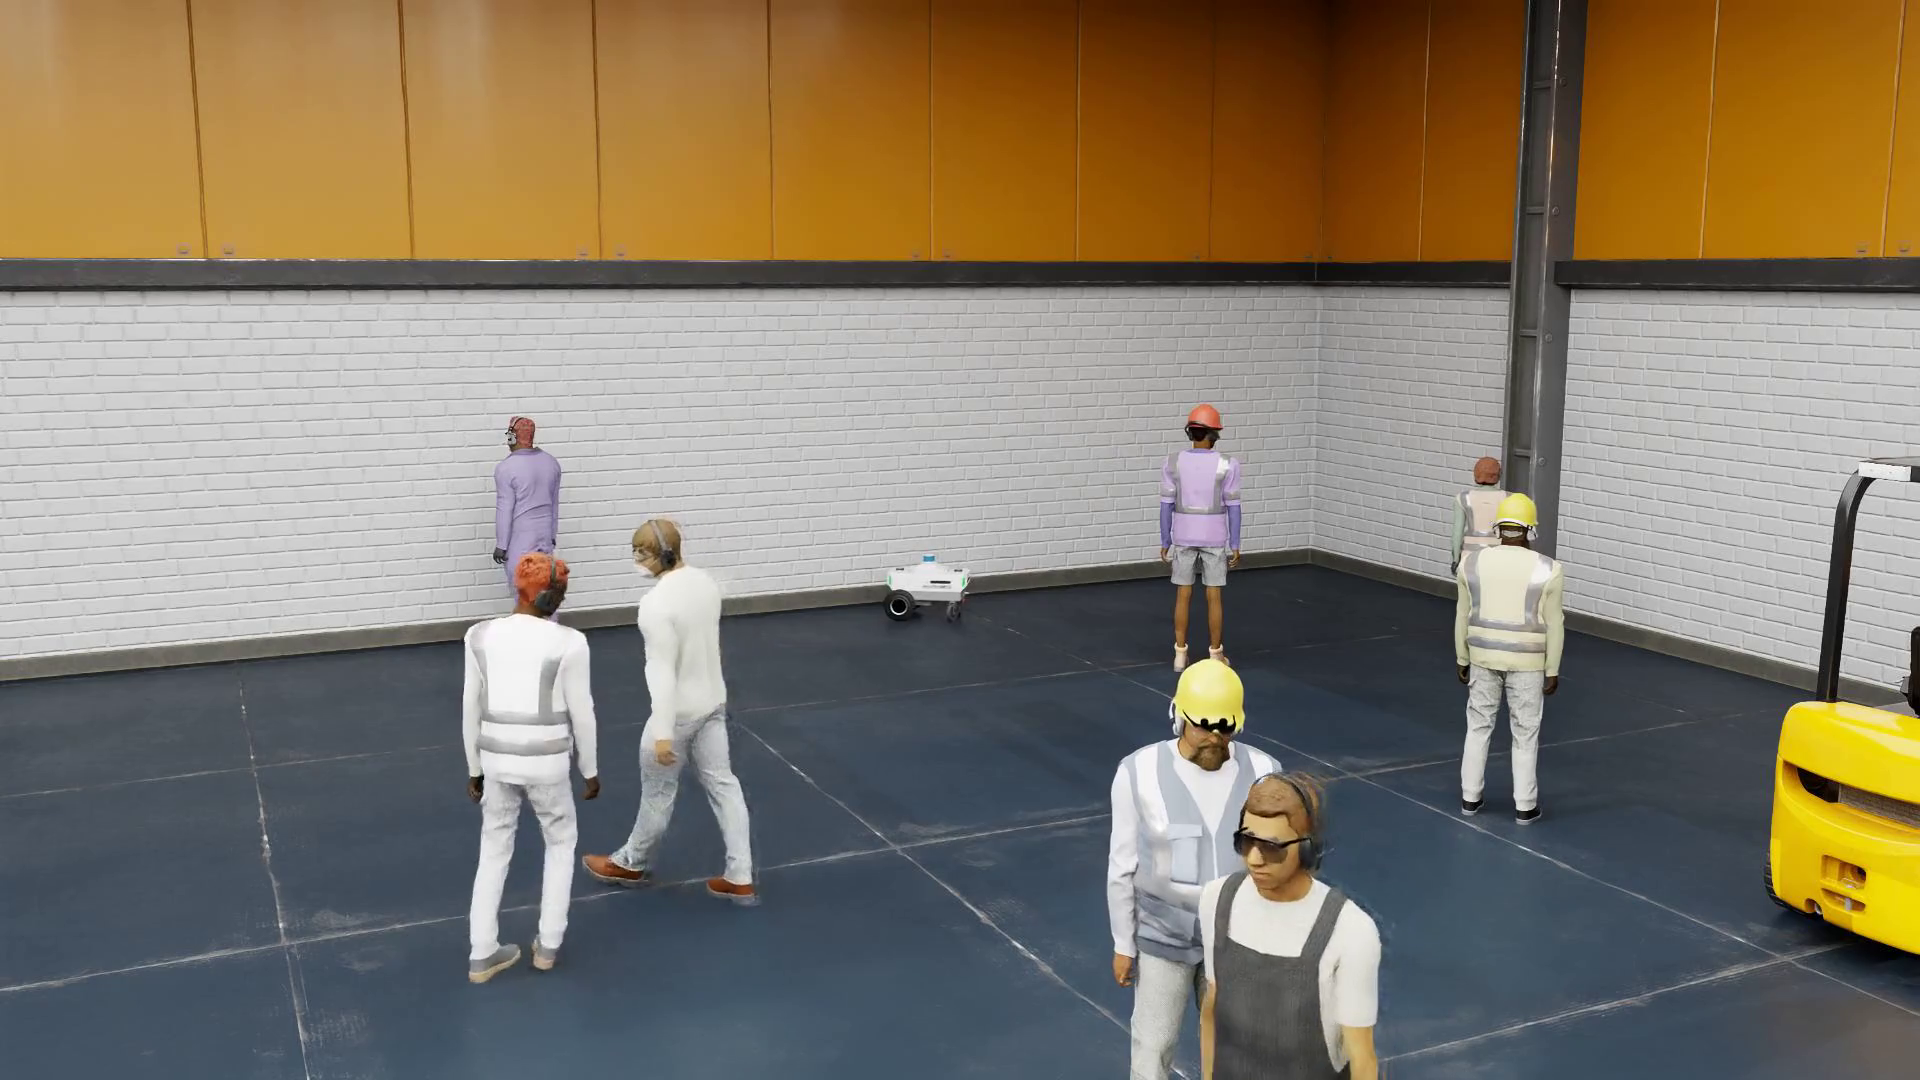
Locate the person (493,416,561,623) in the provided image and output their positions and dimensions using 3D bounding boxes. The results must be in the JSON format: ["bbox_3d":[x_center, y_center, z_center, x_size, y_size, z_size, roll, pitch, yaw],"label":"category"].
[{"bbox_3d":[-3.434,-0.021,13.113,0.408,1.909,0.642,5,10,29],"label":"person"}]

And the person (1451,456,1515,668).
[{"bbox_3d":[4.011,0.179,12.703,0.512,1.639,0.312,2,9,15],"label":"person"}]

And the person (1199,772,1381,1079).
[{"bbox_3d":[0.854,1.453,4.257,0.517,1.822,0.799,8,12,39],"label":"person"}]

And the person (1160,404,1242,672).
[{"bbox_3d":[1.825,-0.007,12.613,0.615,2.039,0.387,3,10,17],"label":"person"}]

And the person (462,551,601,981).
[{"bbox_3d":[-1.847,0.968,7.151,0.581,1.858,0.436,2,9,10],"label":"person"}]

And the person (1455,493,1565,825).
[{"bbox_3d":[3.036,0.653,9.210,0.591,1.823,0.404,6,11,33],"label":"person"}]

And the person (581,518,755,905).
[{"bbox_3d":[-1.400,0.809,8.018,0.969,1.870,0.762,4,10,21],"label":"person"}]

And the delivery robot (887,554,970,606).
[{"bbox_3d":[-0.270,0.366,14.604,0.707,0.478,0.477,1,9,7],"label":"delivery robot"}]

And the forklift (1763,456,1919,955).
[{"bbox_3d":[4.857,0.731,7.561,2.313,2.155,1.214,-4,10,-25],"label":"forklift"}]

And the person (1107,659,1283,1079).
[{"bbox_3d":[0.767,1.270,5.358,0.586,1.826,0.403,-1,9,-7],"label":"person"}]
